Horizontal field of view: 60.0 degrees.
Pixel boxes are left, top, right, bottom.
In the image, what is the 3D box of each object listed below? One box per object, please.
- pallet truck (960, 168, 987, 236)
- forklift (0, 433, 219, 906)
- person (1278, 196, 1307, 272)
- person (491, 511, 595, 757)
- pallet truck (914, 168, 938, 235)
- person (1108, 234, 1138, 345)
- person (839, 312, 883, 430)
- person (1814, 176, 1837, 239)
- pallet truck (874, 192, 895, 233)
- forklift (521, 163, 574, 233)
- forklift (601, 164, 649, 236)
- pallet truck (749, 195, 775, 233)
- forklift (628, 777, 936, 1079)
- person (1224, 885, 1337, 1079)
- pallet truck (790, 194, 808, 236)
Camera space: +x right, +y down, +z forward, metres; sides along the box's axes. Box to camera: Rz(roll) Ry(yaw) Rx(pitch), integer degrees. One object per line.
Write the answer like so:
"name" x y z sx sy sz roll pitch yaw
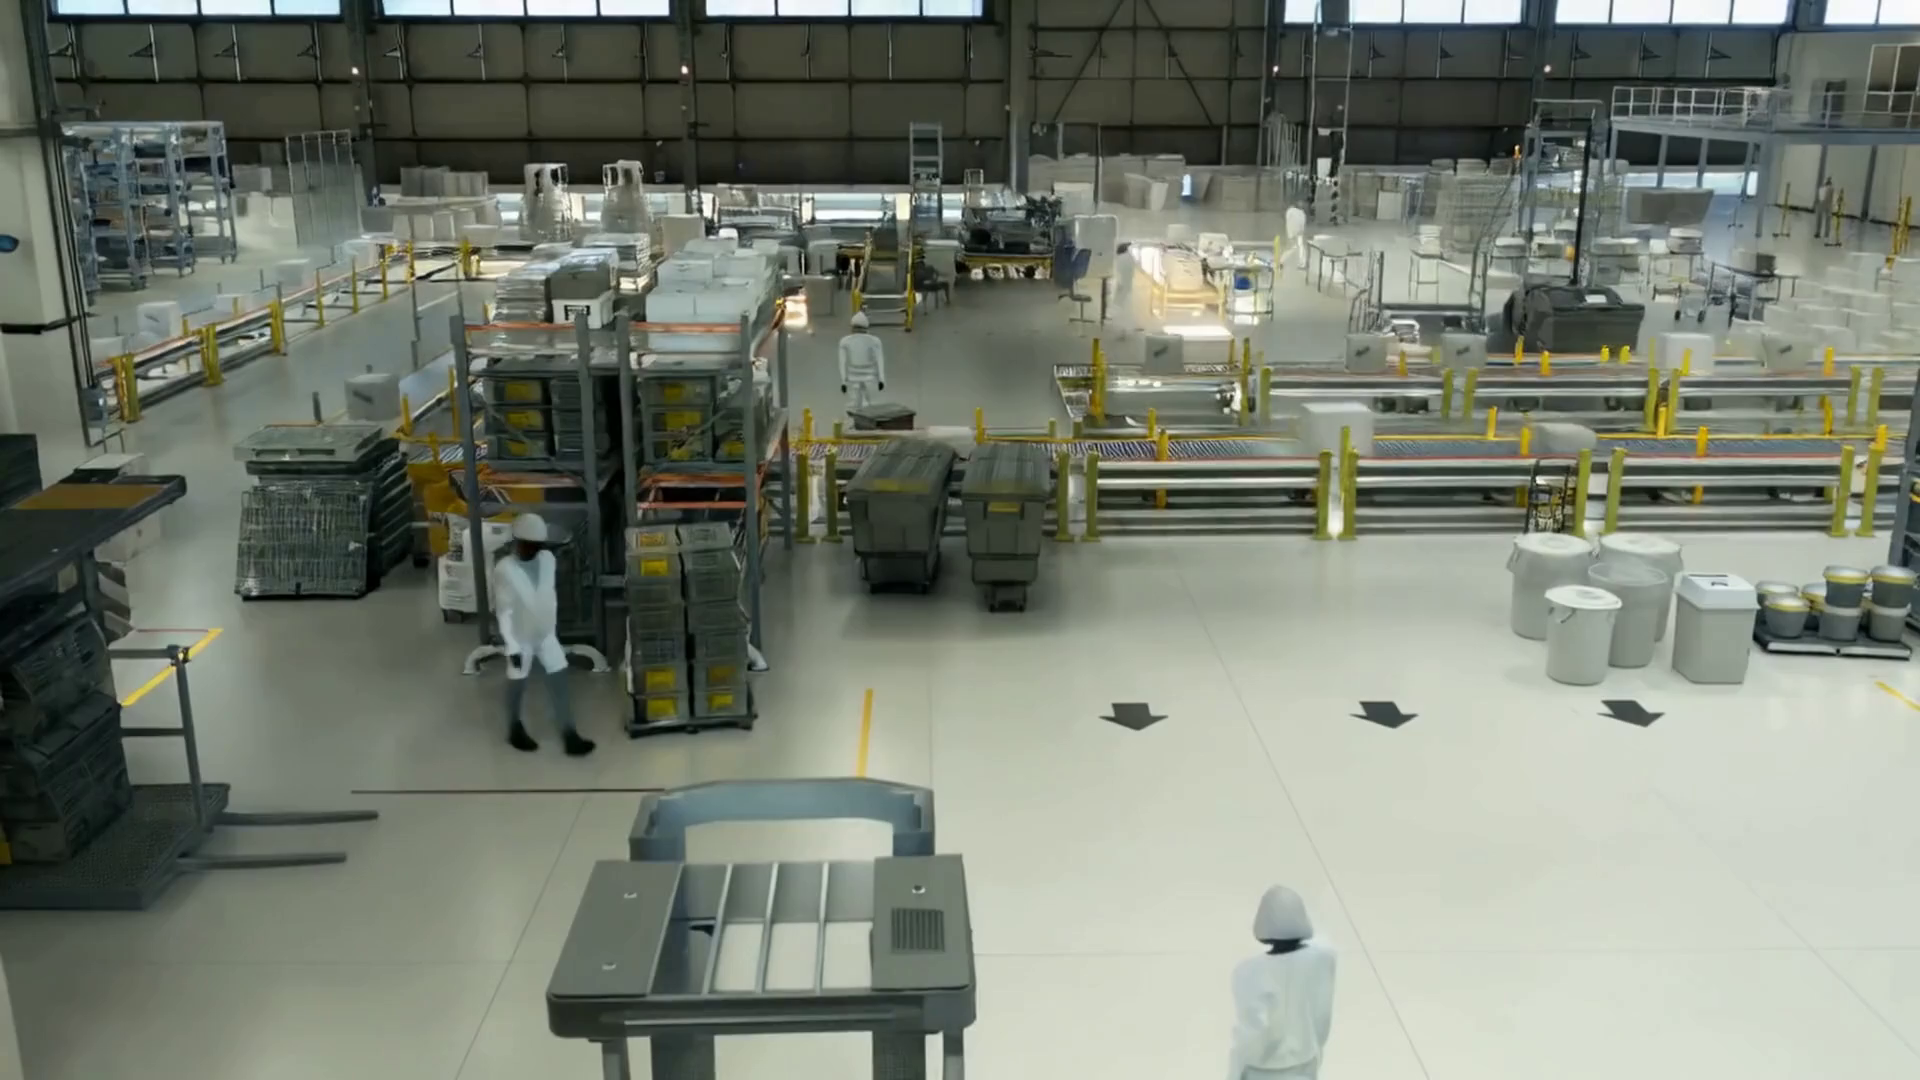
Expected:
"pallet truck" 0.383 -10.230 50.206 0.823 1.965 1.885 -1 16 -3
"forklift" -5.952 0.780 10.366 1.873 2.768 1.129 0 16 -1
"person" 8.278 -7.600 41.275 0.664 1.883 0.707 -15 22 -42
"person" -3.101 0.725 12.295 0.938 1.894 0.569 14 21 41
"pallet truck" -0.989 -10.316 50.507 0.823 1.965 1.885 1 16 3
"person" 3.005 -4.608 30.646 0.614 2.007 0.521 -12 20 -35
"person" -1.328 -2.163 22.459 0.589 1.833 0.404 0 16 -1
"person" 25.477 -9.791 48.966 0.517 1.836 0.341 2 16 8
"pallet truck" -2.277 -9.986 50.594 0.653 1.274 1.630 0 16 -1
"forklift" -12.233 -10.122 49.298 1.157 1.987 2.680 0 16 -1
"forklift" -9.948 -10.127 49.296 1.157 1.987 2.680 -1 16 -3
"pallet truck" -6.051 -9.967 50.660 0.680 1.201 1.601 0 16 -1
"forklift" -0.542 2.165 5.552 1.129 2.768 1.873 -1 16 -2
"person" 1.406 2.287 7.349 0.498 1.633 0.279 -6 17 -19
"pallet truck" -4.814 -9.883 50.259 0.704 1.261 1.522 -1 16 -3
